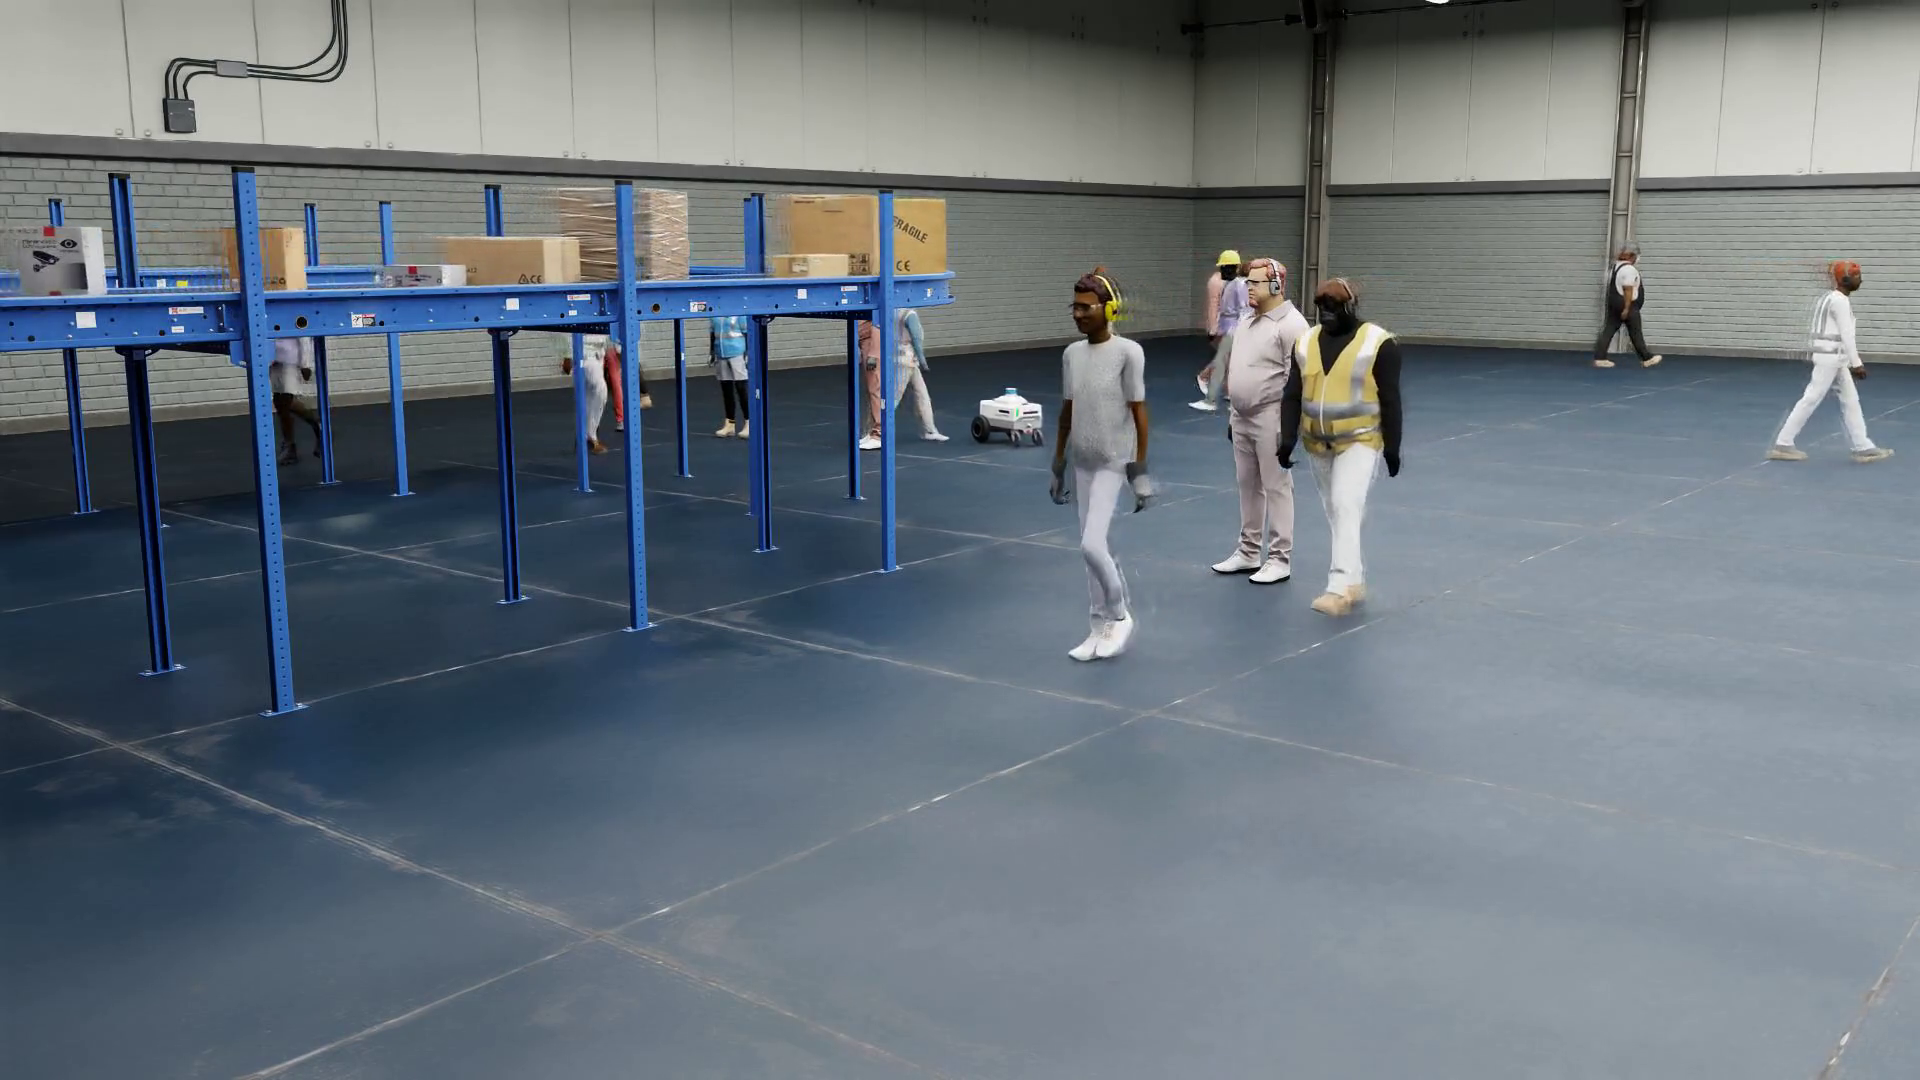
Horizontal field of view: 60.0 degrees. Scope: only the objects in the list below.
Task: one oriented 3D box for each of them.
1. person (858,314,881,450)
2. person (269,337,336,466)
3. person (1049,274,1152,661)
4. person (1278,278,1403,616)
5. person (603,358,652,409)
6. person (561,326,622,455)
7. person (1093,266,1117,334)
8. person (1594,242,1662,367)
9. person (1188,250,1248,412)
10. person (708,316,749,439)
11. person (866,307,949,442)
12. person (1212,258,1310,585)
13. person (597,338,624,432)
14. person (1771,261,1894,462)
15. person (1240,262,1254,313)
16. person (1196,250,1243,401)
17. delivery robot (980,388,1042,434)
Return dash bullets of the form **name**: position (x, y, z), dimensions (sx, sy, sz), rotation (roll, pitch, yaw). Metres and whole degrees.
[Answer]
- **person**: position (-0.864, -1.839, 16.164), dimensions (0.409, 1.908, 0.639), rotation (-1, 10, -5)
- **person**: position (-6.060, -1.644, 15.045), dimensions (0.551, 1.918, 0.519), rotation (8, 13, 38)
- **person**: position (0.645, -0.333, 7.948), dimensions (0.396, 1.854, 0.561), rotation (-8, 13, -39)
- **person**: position (2.007, -0.500, 9.020), dimensions (0.637, 1.804, 0.863), rotation (10, 14, 44)
- **person**: position (-4.096, -2.379, 19.856), dimensions (0.866, 1.648, 0.547), rotation (-1, 10, -6)
- **person**: position (-3.442, -1.751, 15.644), dimensions (0.564, 1.920, 0.625), rotation (3, 11, 16)
- **person**: position (2.085, -3.221, 24.569), dimensions (0.501, 1.633, 0.285), rotation (-4, 11, -22)
- **person**: position (10.668, -3.751, 26.498), dimensions (1.012, 2.000, 0.684), rotation (-1, 10, -5)
- **person**: position (3.077, -2.443, 19.557), dimensions (0.906, 1.890, 0.598), rotation (0, 10, -1)
- **person**: position (-2.347, -1.898, 17.094), dimensions (0.542, 1.690, 0.316), rotation (7, 12, 33)
- **person**: position (-0.555, -1.759, 16.611), dimensions (0.842, 1.602, 0.506), rotation (-1, 10, -6)
- **person**: position (1.789, -0.708, 9.895), dimensions (0.410, 1.909, 0.642), rotation (-5, 11, -25)
- **person**: position (-3.786, -2.022, 17.613), dimensions (0.537, 1.756, 0.378), rotation (2, 10, 10)
- **person**: position (8.015, -1.625, 15.216), dimensions (1.010, 1.831, 0.570), rotation (6, 12, 29)
- **person**: position (4.986, -4.005, 28.919), dimensions (0.502, 1.632, 0.279), rotation (0, 10, -1)
- **person**: position (3.340, -2.693, 20.937), dimensions (0.563, 1.890, 0.650), rotation (10, 14, 43)
- **delivery robot**: position (0.508, -1.277, 16.650), dimensions (0.477, 0.478, 0.707), rotation (-7, 12, -32)
